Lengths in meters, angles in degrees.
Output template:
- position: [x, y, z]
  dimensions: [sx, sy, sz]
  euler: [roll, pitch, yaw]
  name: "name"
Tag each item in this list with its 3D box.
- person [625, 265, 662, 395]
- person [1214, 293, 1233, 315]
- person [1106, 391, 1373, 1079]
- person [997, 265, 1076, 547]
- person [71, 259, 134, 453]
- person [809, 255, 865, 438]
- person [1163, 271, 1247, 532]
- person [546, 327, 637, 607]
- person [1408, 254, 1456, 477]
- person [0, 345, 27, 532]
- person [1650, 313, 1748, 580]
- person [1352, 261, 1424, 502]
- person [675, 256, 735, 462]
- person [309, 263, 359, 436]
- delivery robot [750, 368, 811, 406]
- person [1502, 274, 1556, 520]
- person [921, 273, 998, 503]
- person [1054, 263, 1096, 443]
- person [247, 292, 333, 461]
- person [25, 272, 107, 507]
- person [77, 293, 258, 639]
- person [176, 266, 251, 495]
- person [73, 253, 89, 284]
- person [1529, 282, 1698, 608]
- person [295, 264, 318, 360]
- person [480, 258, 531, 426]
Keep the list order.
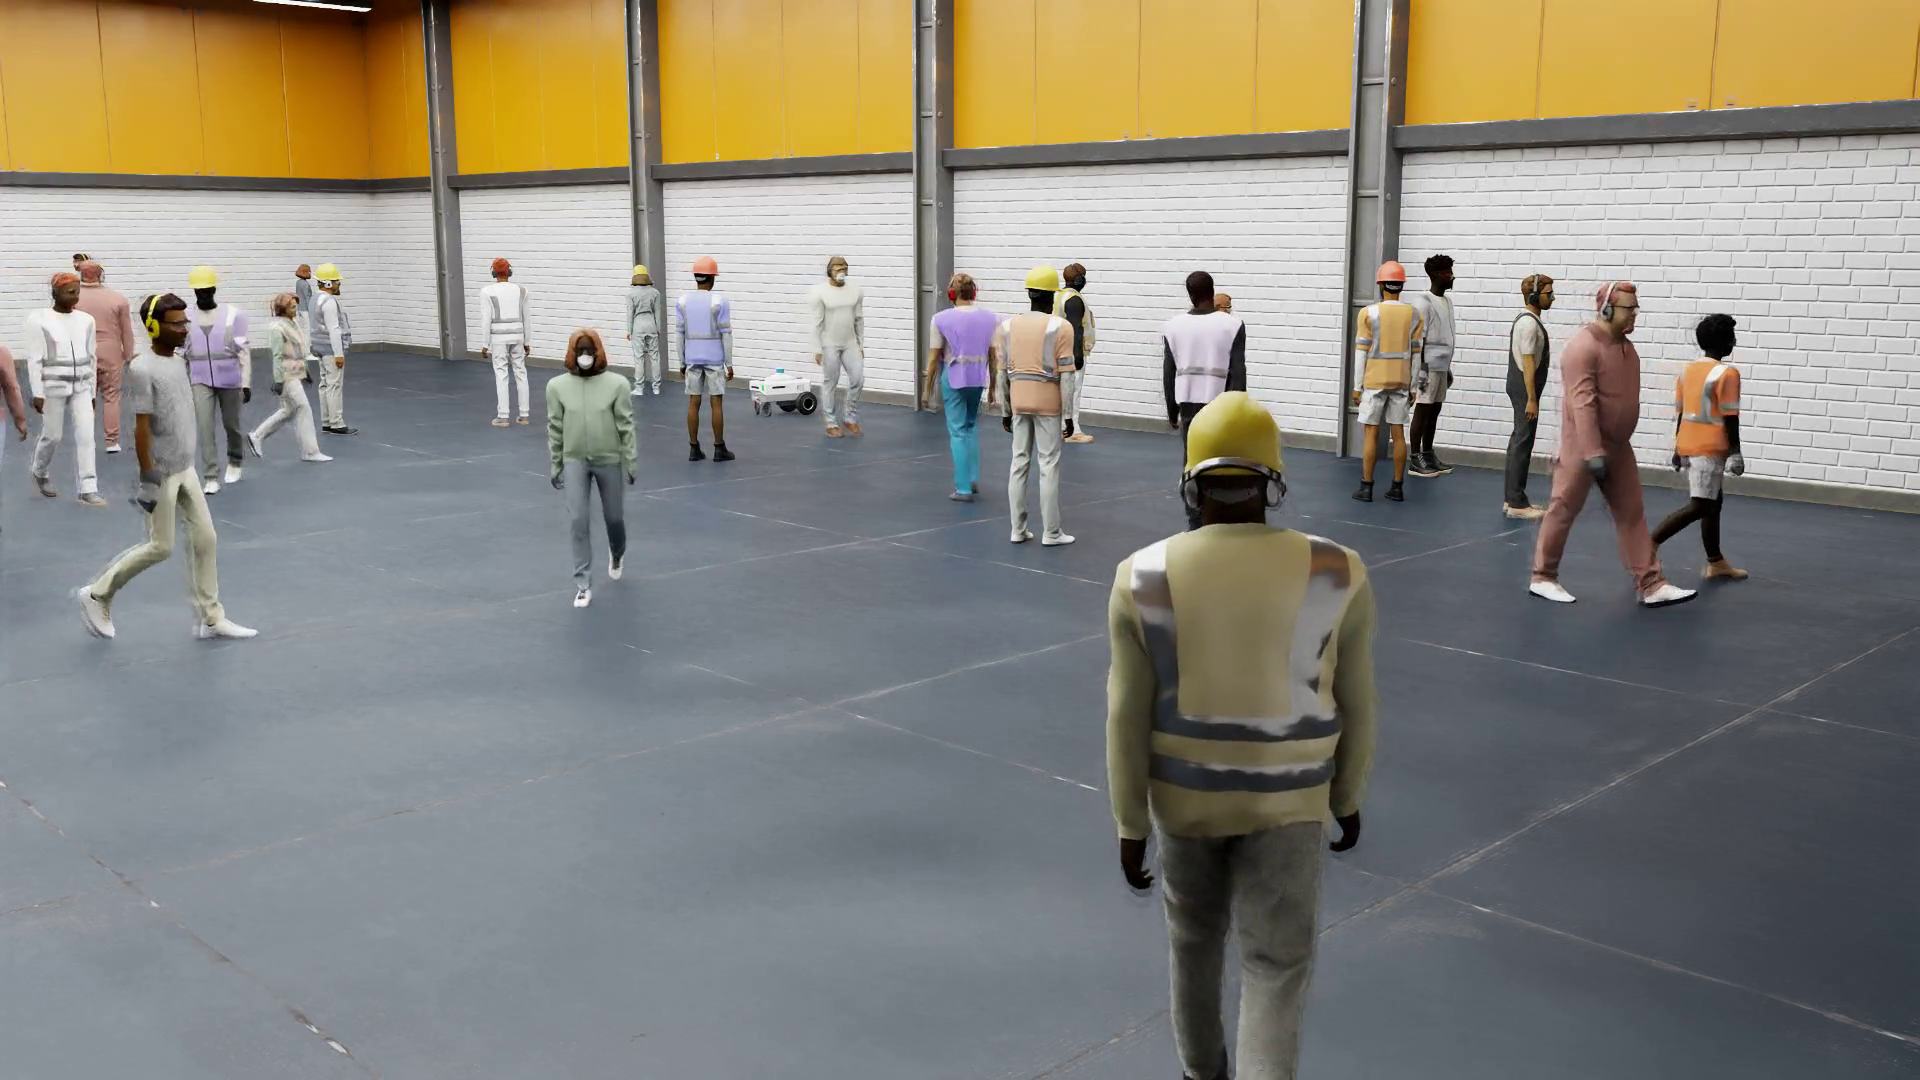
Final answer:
- position: [-4.249, -2.813, 22.310]
  dimensions: [0.485, 1.739, 0.304]
  euler: [-6, 12, -30]
  name: "person"
- position: [2.222, -1.317, 14.436]
  dimensions: [0.283, 1.634, 0.498]
  euler: [1, 10, 5]
  name: "person"
- position: [0.619, 0.572, 3.711]
  dimensions: [0.584, 1.799, 0.886]
  euler: [2, 11, 12]
  name: "person"
- position: [0.538, -0.917, 11.454]
  dimensions: [0.590, 1.926, 0.388]
  euler: [7, 12, 33]
  name: "person"
- position: [-8.444, -1.790, 16.315]
  dimensions: [0.642, 1.895, 0.423]
  euler: [-3, 11, -17]
  name: "person"
- position: [-1.252, -2.012, 17.436]
  dimensions: [0.667, 1.917, 0.602]
  euler: [-6, 12, -31]
  name: "person"
- position: [1.775, -0.956, 11.810]
  dimensions: [0.639, 1.872, 0.770]
  euler: [4, 11, 23]
  name: "person"
- position: [-2.163, -0.454, 9.804]
  dimensions: [0.513, 1.612, 0.722]
  euler: [-1, 10, -7]
  name: "person"
- position: [4.216, -1.552, 14.807]
  dimensions: [0.364, 1.966, 0.610]
  euler: [9, 13, 39]
  name: "person"
- position: [-6.760, -0.813, 11.448]
  dimensions: [0.540, 1.722, 0.908]
  euler: [-3, 11, -16]
  name: "person"
- position: [4.488, -0.552, 10.157]
  dimensions: [0.782, 1.672, 0.530]
  euler: [0, 10, -2]
  name: "person"
- position: [3.415, -1.262, 13.346]
  dimensions: [0.538, 1.930, 0.378]
  euler: [-1, 10, -7]
  name: "person"
- position: [-2.398, -1.707, 15.734]
  dimensions: [0.552, 1.934, 0.373]
  euler: [2, 11, 13]
  name: "person"
- position: [-6.698, -2.025, 17.751]
  dimensions: [0.404, 1.831, 0.600]
  euler: [-8, 13, -36]
  name: "person"
- position: [-2.138, -1.805, 19.784]
  dimensions: [0.707, 0.478, 0.477]
  euler: [-8, 13, -36]
  name: "delivery robot"
- position: [4.305, -1.081, 12.573]
  dimensions: [0.340, 1.845, 0.512]
  euler: [3, 11, 13]
  name: "person"
- position: [-0.028, -1.222, 13.396]
  dimensions: [0.585, 1.826, 0.617]
  euler: [-6, 12, -30]
  name: "person"
- position: [1.190, -1.935, 17.234]
  dimensions: [0.429, 1.847, 0.628]
  euler: [-1, 10, -8]
  name: "person"
- position: [-6.356, -1.527, 15.642]
  dimensions: [0.733, 1.607, 0.518]
  euler: [-1, 10, -6]
  name: "person"
- position: [-7.169, -1.205, 13.251]
  dimensions: [0.898, 1.855, 0.594]
  euler: [7, 13, 34]
  name: "person"
- position: [-4.200, -0.362, 8.687]
  dimensions: [0.807, 1.846, 0.520]
  euler: [0, 10, 1]
  name: "person"
- position: [-6.272, -1.366, 14.028]
  dimensions: [0.592, 1.888, 0.920]
  euler: [-3, 11, -15]
  name: "person"
- position: [-13.697, -3.559, 26.057]
  dimensions: [0.549, 1.853, 0.403]
  euler: [8, 13, 38]
  name: "person"
- position: [3.717, -0.516, 9.450]
  dimensions: [0.648, 1.862, 0.978]
  euler: [-8, 13, -36]
  name: "person"
- position: [-11.200, -3.894, 28.491]
  dimensions: [0.272, 1.631, 0.507]
  euler: [-8, 13, -39]
  name: "person"
- position: [-5.090, -2.215, 18.655]
  dimensions: [0.575, 1.882, 0.359]
  euler: [-8, 13, -37]
  name: "person"
